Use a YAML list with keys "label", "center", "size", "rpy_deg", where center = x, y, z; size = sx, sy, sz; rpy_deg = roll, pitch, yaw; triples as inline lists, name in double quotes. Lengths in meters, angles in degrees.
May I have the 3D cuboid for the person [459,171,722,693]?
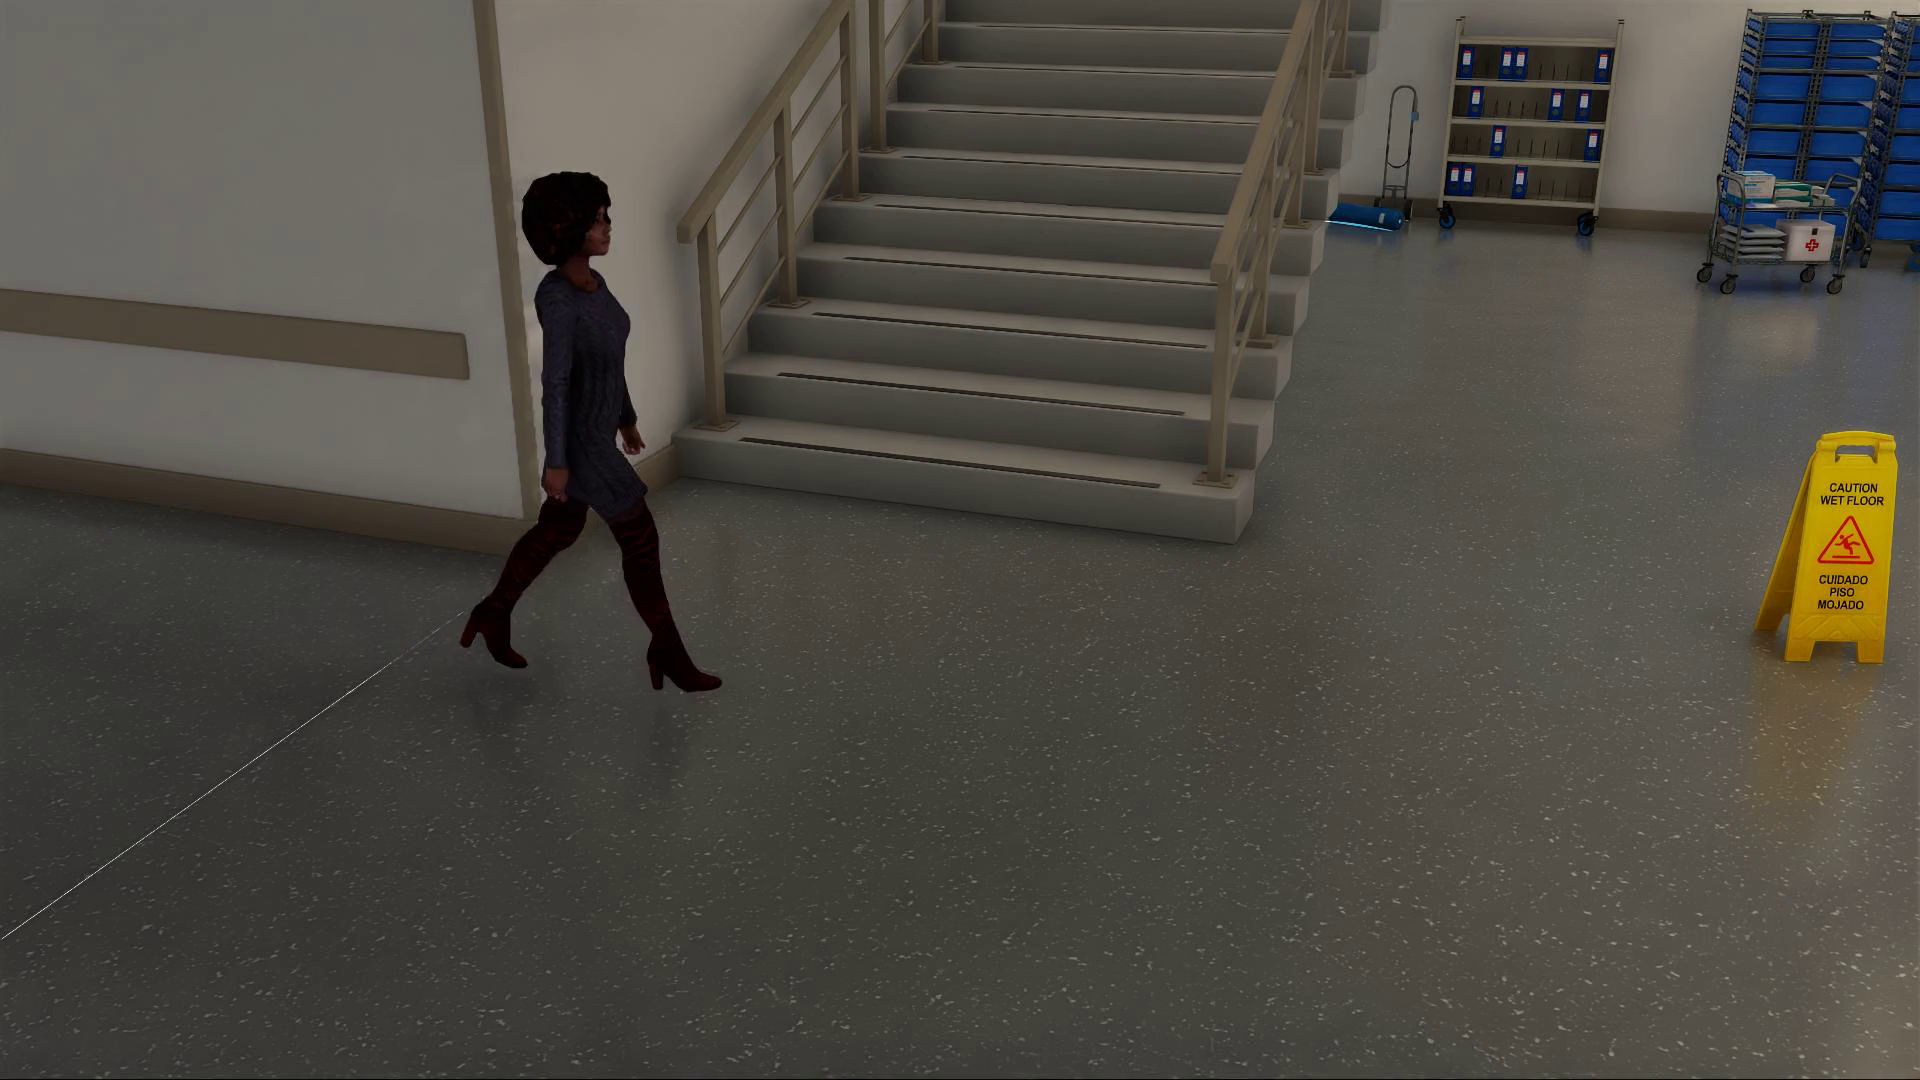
- label: "person"
  center: [-1.272, -0.282, 5.258]
  size: [0.886, 1.670, 1.118]
  rpy_deg: [1, 21, 3]
